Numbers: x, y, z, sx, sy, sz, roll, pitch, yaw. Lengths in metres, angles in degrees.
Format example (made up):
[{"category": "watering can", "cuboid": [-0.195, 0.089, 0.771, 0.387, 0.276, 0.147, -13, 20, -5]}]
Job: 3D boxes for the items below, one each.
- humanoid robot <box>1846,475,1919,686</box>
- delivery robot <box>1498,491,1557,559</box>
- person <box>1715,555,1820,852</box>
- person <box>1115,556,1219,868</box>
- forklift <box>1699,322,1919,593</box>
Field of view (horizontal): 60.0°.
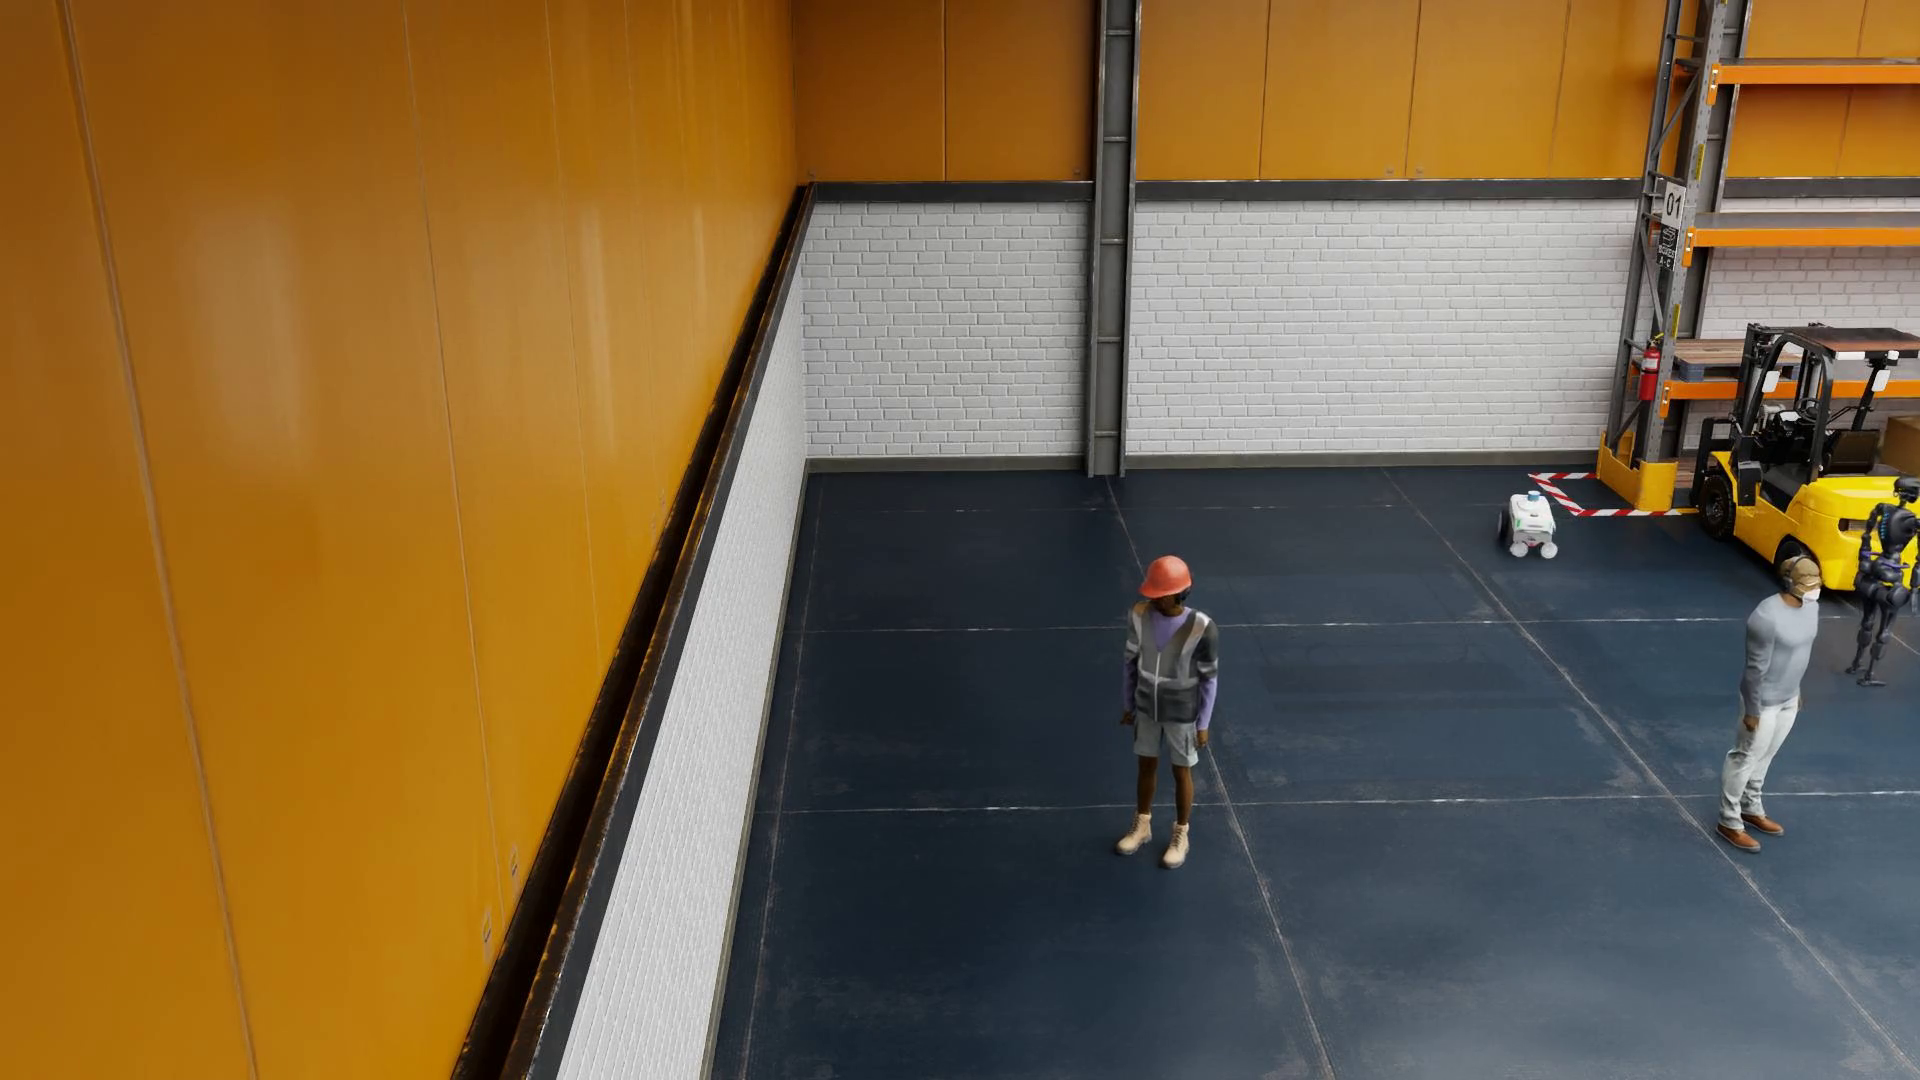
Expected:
[{"category": "humanoid robot", "cuboid": [7.094, 0.296, 12.712, 0.337, 1.652, 0.608, -6, 21, -17]}, {"category": "delivery robot", "cuboid": [5.347, -0.178, 15.585, 0.504, 0.570, 0.732, 5, 21, 13]}, {"category": "person", "cuboid": [5.098, 0.998, 10.438, 0.627, 1.940, 0.379, -14, 24, -33]}, {"category": "person", "cuboid": [1.255, 1.044, 10.176, 0.607, 2.036, 0.399, 13, 24, 31]}, {"category": "forklift", "cuboid": [7.809, -0.792, 14.926, 1.214, 2.155, 2.313, -1, 20, -2]}]
